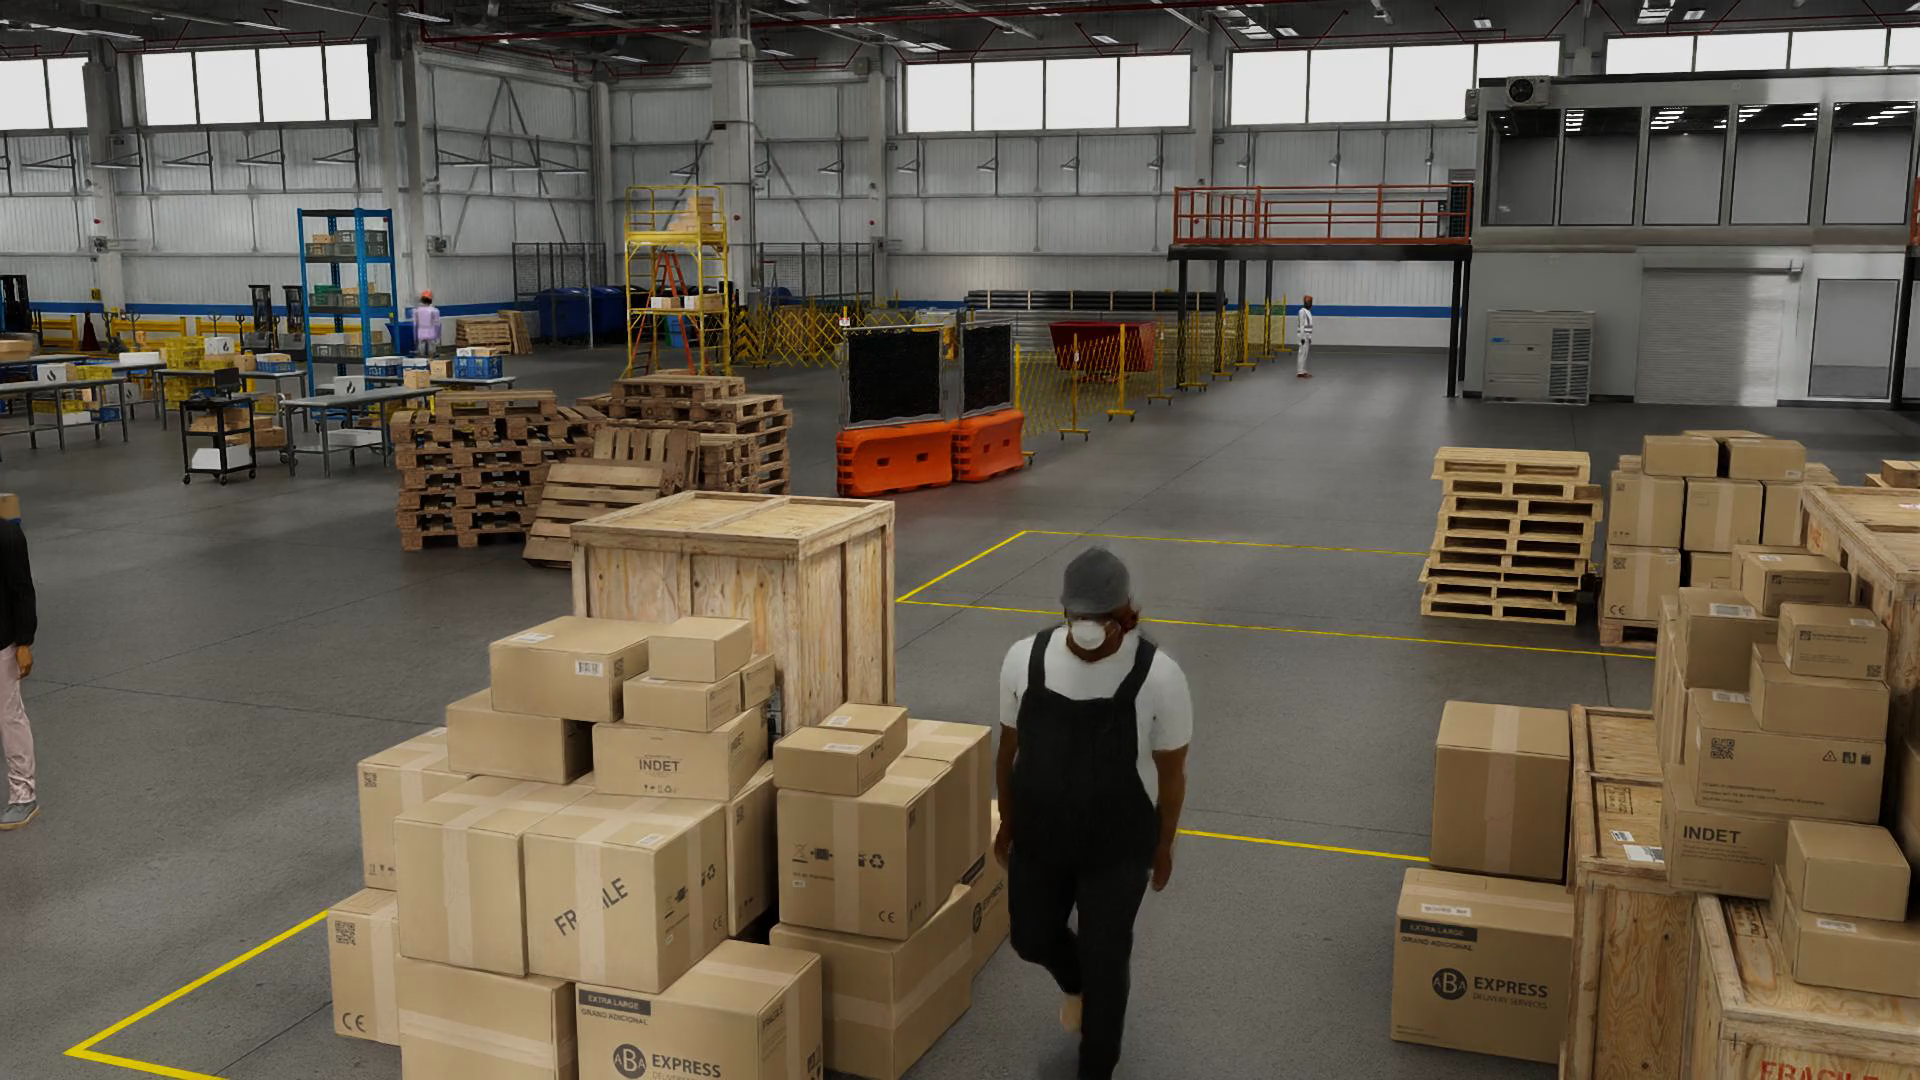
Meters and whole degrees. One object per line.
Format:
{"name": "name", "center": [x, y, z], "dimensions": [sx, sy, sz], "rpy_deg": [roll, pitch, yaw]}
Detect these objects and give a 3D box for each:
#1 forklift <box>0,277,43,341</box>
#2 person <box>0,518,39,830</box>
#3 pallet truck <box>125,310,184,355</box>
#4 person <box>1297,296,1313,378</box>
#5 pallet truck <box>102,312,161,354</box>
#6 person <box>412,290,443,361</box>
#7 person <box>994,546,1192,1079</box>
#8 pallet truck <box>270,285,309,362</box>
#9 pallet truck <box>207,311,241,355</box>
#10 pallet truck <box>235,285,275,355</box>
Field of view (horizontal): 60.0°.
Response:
{"name": "forklift", "center": [-27.151, -6.329, 46.328], "dimensions": [1.157, 1.987, 2.680], "rpy_deg": [3, 11, 17]}
{"name": "person", "center": [-5.107, 0.525, 8.610], "dimensions": [0.623, 1.992, 0.396], "rpy_deg": [1, 10, 5]}
{"name": "pallet truck", "center": [-22.038, -5.665, 45.457], "dimensions": [0.704, 1.261, 1.522], "rpy_deg": [3, 11, 17]}
{"name": "person", "center": [7.885, -4.631, 37.966], "dimensions": [0.355, 1.883, 0.576], "rpy_deg": [5, 11, 24]}
{"name": "pallet truck", "center": [-23.057, -5.777, 46.261], "dimensions": [0.680, 1.201, 1.601], "rpy_deg": [3, 11, 19]}
{"name": "person", "center": [-11.814, -4.518, 36.925], "dimensions": [0.633, 2.023, 0.458], "rpy_deg": [0, 10, 1]}
{"name": "person", "center": [0.463, 0.984, 5.897], "dimensions": [0.692, 2.000, 0.687], "rpy_deg": [4, 11, 21]}
{"name": "pallet truck", "center": [-17.147, -5.700, 43.663], "dimensions": [0.823, 1.965, 1.885], "rpy_deg": [3, 11, 17]}
{"name": "pallet truck", "center": [-19.537, -5.575, 44.913], "dimensions": [0.653, 1.274, 1.630], "rpy_deg": [3, 11, 19]}
{"name": "pallet truck", "center": [-18.327, -5.835, 44.421], "dimensions": [0.823, 1.965, 1.885], "rpy_deg": [4, 11, 23]}
